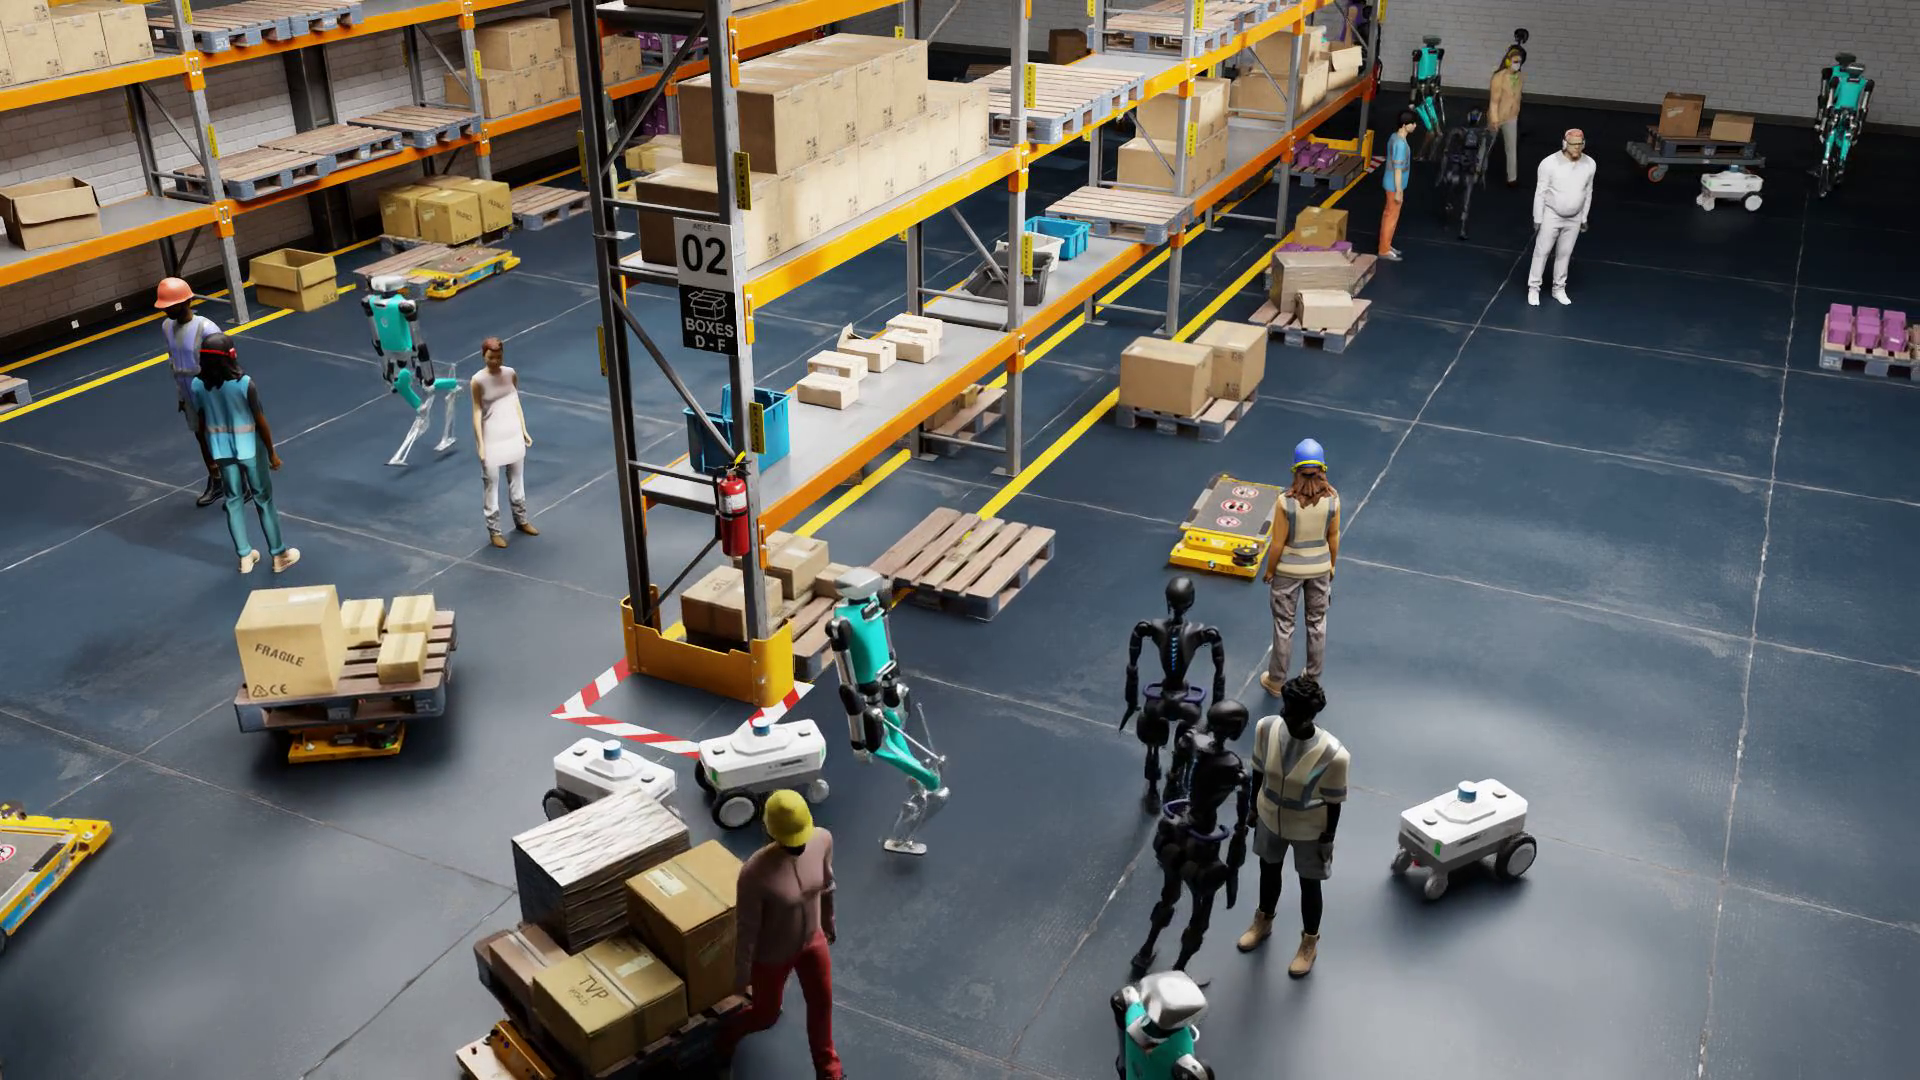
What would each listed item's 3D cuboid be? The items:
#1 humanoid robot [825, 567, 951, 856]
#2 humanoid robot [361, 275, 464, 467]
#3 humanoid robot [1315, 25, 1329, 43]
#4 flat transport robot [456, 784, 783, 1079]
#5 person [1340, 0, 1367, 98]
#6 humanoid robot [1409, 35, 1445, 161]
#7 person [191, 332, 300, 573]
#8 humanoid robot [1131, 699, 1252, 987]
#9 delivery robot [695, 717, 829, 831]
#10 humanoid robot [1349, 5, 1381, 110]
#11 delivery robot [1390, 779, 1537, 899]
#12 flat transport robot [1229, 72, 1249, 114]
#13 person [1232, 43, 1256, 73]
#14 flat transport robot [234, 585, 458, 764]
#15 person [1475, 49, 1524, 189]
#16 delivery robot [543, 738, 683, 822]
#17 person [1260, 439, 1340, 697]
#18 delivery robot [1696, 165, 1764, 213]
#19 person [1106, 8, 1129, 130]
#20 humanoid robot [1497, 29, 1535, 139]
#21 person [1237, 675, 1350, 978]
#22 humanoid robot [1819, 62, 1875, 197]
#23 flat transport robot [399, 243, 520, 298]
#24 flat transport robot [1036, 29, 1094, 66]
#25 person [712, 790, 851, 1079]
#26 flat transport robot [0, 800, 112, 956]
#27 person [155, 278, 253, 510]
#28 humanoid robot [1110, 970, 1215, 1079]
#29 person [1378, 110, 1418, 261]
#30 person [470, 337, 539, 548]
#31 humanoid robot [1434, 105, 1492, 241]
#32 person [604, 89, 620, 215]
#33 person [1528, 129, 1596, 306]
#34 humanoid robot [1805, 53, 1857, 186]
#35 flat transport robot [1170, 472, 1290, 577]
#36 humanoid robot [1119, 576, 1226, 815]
[{"bbox_3d":[-0.290,1.043,9.051,0.831,1.790,0.551,12,29,23],"label":"humanoid robot"},{"bbox_3d":[-4.575,-1.446,14.053,0.548,1.734,1.026,11,28,22],"label":"humanoid robot"},{"bbox_3d":[5.039,-6.690,24.682,0.734,1.831,0.543,4,27,8],"label":"humanoid robot"},{"bbox_3d":[-1.645,2.320,8.092,1.431,0.231,0.659,-21,33,-36],"label":"flat transport robot"},{"bbox_3d":[6.561,-8.384,27.869,0.537,1.909,0.533,12,29,22],"label":"person"},{"bbox_3d":[6.748,-6.228,23.761,0.543,1.850,0.659,-14,29,-26],"label":"humanoid robot"},{"bbox_3d":[-5.294,-0.623,12.237,0.528,1.866,0.389,0,26,1],"label":"person"},{"bbox_3d":[1.130,1.498,8.168,0.432,1.635,0.607,-18,32,-32],"label":"humanoid robot"},{"bbox_3d":[-1.161,1.310,9.780,0.750,0.568,0.499,-10,28,-19],"label":"delivery robot"},{"bbox_3d":[6.599,-7.845,27.057,0.609,1.633,0.373,-14,30,-26],"label":"humanoid robot"},{"bbox_3d":[2.777,1.598,9.199,0.749,0.569,0.499,-14,30,-26],"label":"delivery robot"},{"bbox_3d":[4.391,-6.149,25.199,1.431,0.231,0.659,10,28,19],"label":"flat transport robot"},{"bbox_3d":[4.632,-7.625,26.530,0.584,1.735,0.390,10,28,20],"label":"person"},{"bbox_3d":[-3.904,0.973,10.813,0.659,0.231,1.431,-4,27,-9],"label":"flat transport robot"},{"bbox_3d":[7.408,-5.750,22.657,0.544,1.827,1.005,-7,27,-14],"label":"person"},{"bbox_3d":[-1.987,1.424,9.574,0.793,0.590,0.499,15,30,28],"label":"delivery robot"},{"bbox_3d":[2.188,0.189,10.703,0.471,1.771,0.322,-3,27,-7],"label":"person"},{"bbox_3d":[10.078,-4.599,21.726,0.769,0.577,0.499,2,26,4],"label":"delivery robot"},{"bbox_3d":[2.453,-7.327,25.862,0.532,1.791,0.899,-7,27,-14],"label":"person"},{"bbox_3d":[8.408,-6.910,25.186,0.731,1.630,0.608,1,26,3],"label":"humanoid robot"},{"bbox_3d":[1.665,1.411,8.327,0.534,1.693,0.320,21,33,36],"label":"person"},{"bbox_3d":[11.626,-5.334,21.915,0.552,1.766,0.931,10,28,19],"label":"humanoid robot"},{"bbox_3d":[-5.727,-3.083,19.006,0.659,0.231,1.431,10,28,19],"label":"flat transport robot"},{"bbox_3d":[2.090,-7.975,28.888,1.431,0.231,0.659,21,33,36],"label":"flat transport robot"},{"bbox_3d":[-0.828,1.796,7.504,0.684,1.742,0.553,20,33,35],"label":"person"},{"bbox_3d":[-5.271,1.908,8.924,0.659,0.231,1.431,3,26,6],"label":"flat transport robot"},{"bbox_3d":[-6.057,-1.160,13.255,0.540,1.932,0.382,10,28,19],"label":"person"},{"bbox_3d":[0.906,2.323,6.421,0.984,1.733,0.551,-14,29,-25],"label":"humanoid robot"},{"bbox_3d":[5.127,-4.156,19.496,0.338,1.759,0.501,4,27,7],"label":"person"},{"bbox_3d":[-3.510,-0.762,12.750,0.283,1.657,0.450,23,34,38],"label":"person"},{"bbox_3d":[6.141,-4.499,20.338,0.615,1.619,0.784,2,26,5],"label":"humanoid robot"},{"bbox_3d":[-4.548,-5.081,21.274,0.390,1.837,0.562,-3,26,-5],"label":"person"},{"bbox_3d":[6.498,-3.479,17.961,0.641,1.908,0.414,-3,26,-6],"label":"person"},{"bbox_3d":[12.026,-5.674,22.636,0.536,1.770,1.005,-6,27,-11],"label":"humanoid robot"},{"bbox_3d":[2.151,-0.133,13.046,0.659,0.231,1.431,10,28,19],"label":"flat transport robot"},{"bbox_3d":[1.199,0.943,9.318,0.601,1.624,0.752,7,27,13],"label":"humanoid robot"}]
